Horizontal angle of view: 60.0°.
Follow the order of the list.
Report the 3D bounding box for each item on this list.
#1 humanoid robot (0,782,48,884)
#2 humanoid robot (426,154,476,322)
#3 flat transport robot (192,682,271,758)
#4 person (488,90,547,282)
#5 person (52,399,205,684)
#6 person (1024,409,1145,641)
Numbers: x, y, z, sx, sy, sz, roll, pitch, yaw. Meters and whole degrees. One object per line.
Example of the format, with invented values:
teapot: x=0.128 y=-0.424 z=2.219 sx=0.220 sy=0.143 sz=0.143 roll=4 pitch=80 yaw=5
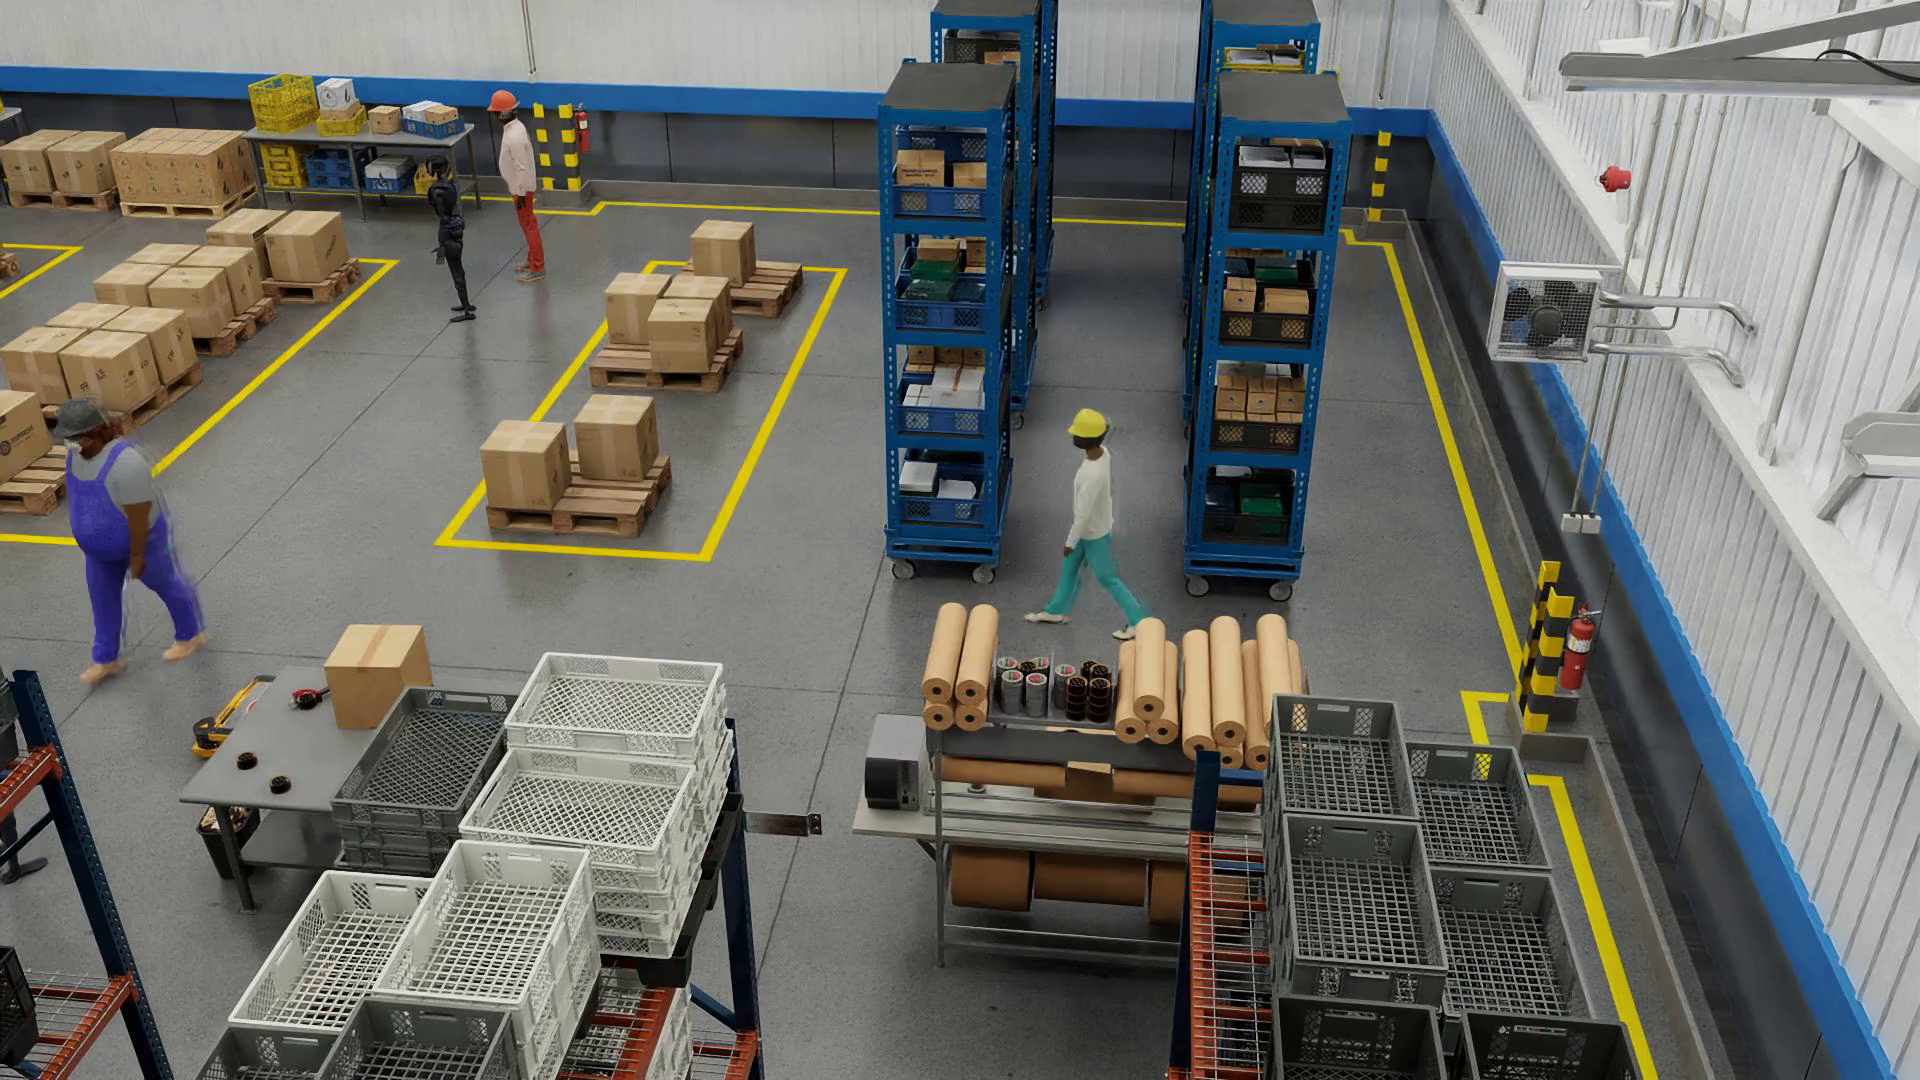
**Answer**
humanoid robot: x=-5.481 y=1.161 z=9.273 sx=0.581 sy=1.651 sz=0.321 roll=21 pitch=36 yaw=32
humanoid robot: x=-5.046 y=-2.986 z=16.387 sx=0.327 sy=1.657 sz=0.589 roll=-6 pitch=31 yaw=-9
flat transport robot: x=-4.089 y=1.163 z=10.648 sx=1.431 sy=0.197 sz=0.652 roll=3 pitch=30 yaw=6
person: x=-4.588 y=-3.676 z=17.275 sx=0.390 sy=1.990 sz=0.615 roll=-8 pitch=31 yaw=-13
person: x=-5.573 y=0.010 z=10.897 sx=0.692 sy=2.000 sz=0.927 roll=12 pitch=32 yaw=19
person: x=0.928 y=-0.100 z=11.398 sx=0.882 sy=1.723 sz=0.535 roll=4 pitch=30 yaw=8
